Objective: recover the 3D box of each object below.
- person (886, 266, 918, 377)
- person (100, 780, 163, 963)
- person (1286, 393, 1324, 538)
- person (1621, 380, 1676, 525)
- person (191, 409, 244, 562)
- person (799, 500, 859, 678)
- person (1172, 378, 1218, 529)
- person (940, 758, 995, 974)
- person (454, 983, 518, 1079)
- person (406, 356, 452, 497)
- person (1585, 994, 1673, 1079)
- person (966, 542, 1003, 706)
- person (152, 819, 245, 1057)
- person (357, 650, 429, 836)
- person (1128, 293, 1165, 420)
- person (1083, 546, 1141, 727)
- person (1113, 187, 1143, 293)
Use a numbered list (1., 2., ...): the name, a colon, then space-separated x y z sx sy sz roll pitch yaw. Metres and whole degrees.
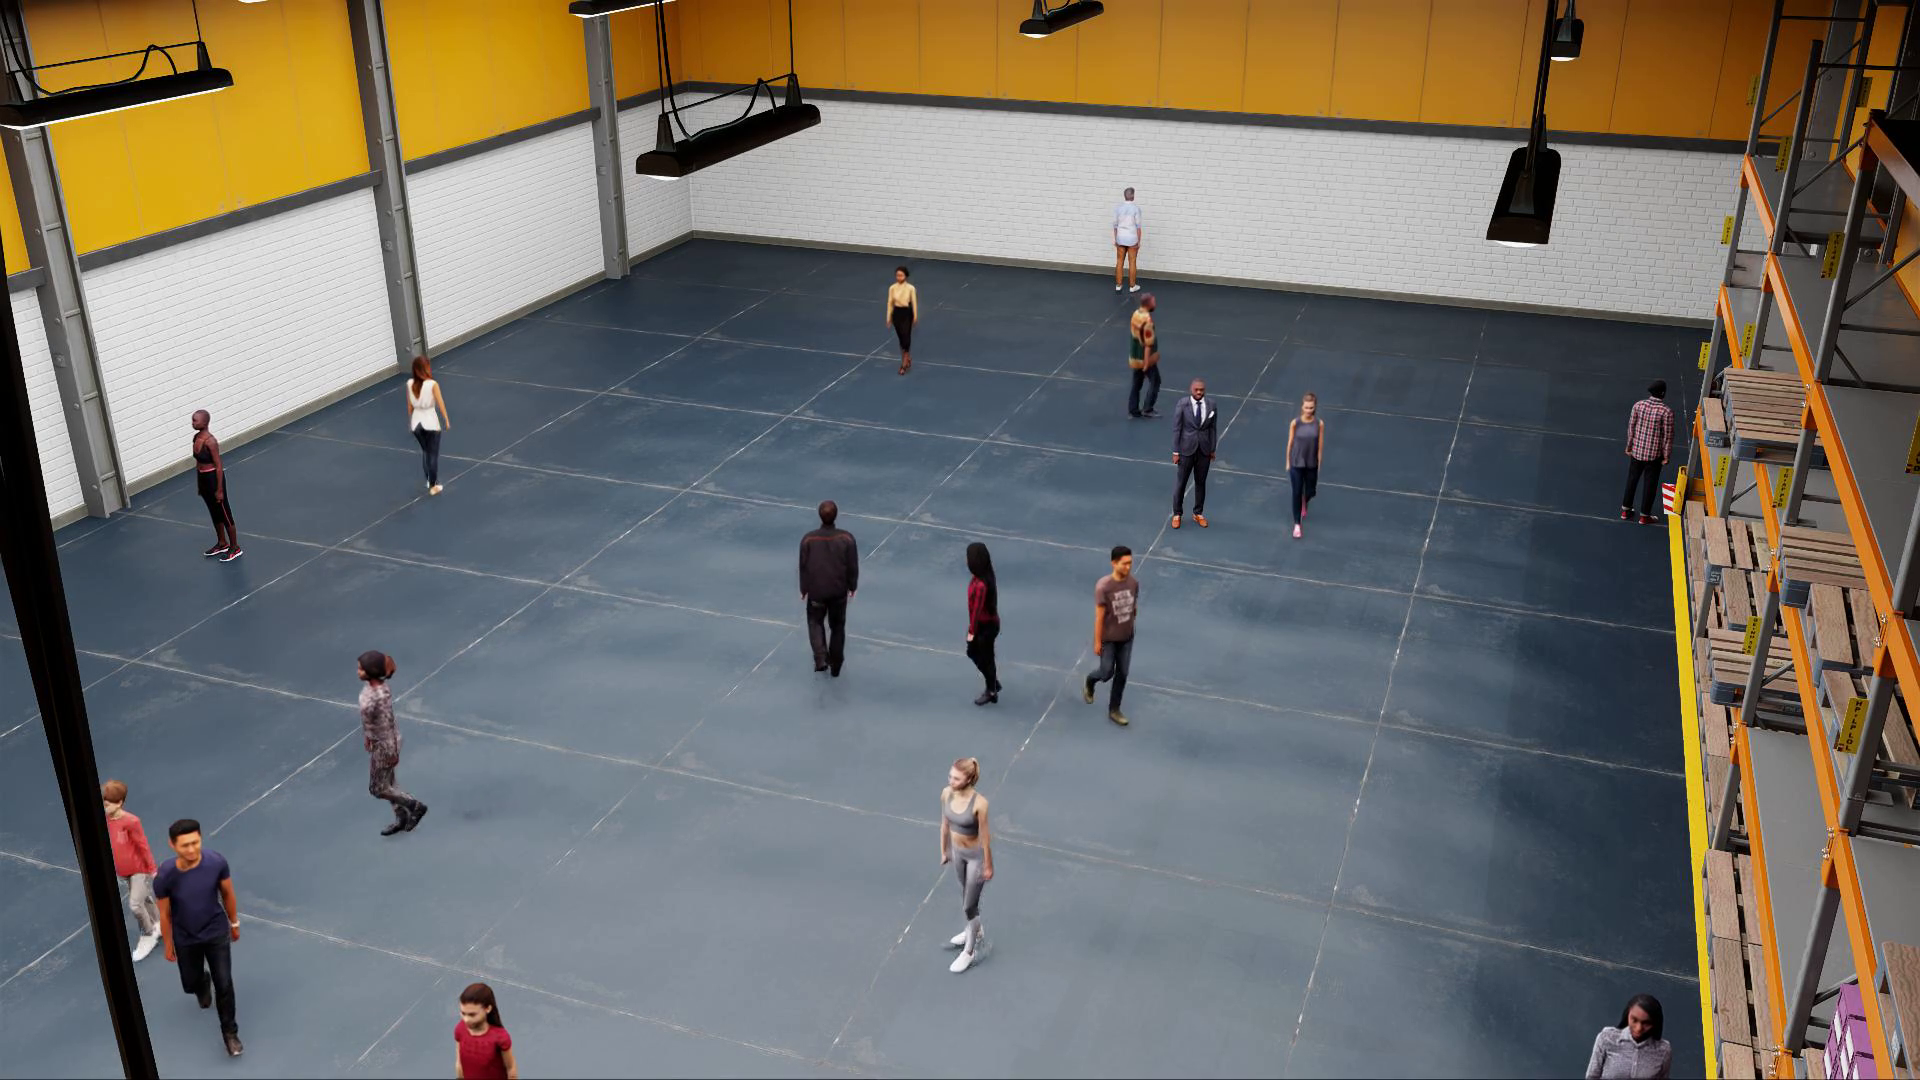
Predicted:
1. person: -0.838 -3.337 25.140 0.657 1.625 0.924 5 24 12
2. person: -6.091 2.376 12.346 0.542 1.403 0.622 9 25 19
3. person: 4.015 -0.901 19.460 0.674 1.710 0.901 3 24 7
4. person: 8.177 -1.065 19.770 0.756 1.761 0.782 -20 31 -38
5. person: -8.437 -0.639 18.801 0.641 1.758 0.605 15 28 31
6. person: -1.276 0.520 16.061 0.874 1.829 0.894 -3 24 -7
7. person: 2.768 -1.048 19.656 0.785 1.824 0.765 -3 24 -7
8. person: 0.095 2.301 12.161 0.734 1.690 0.859 21 31 40
9. person: -2.833 3.307 10.031 0.576 1.552 0.636 5 24 11
10. person: -6.598 -1.373 20.454 0.675 1.779 0.644 4 24 9
11. person: 3.846 3.363 9.689 0.596 1.724 0.521 9 25 21
12. person: 0.319 0.802 15.652 0.770 1.640 0.675 -4 24 -8
13. person: -5.165 2.635 11.289 1.023 1.775 1.058 -13 27 -27
14. person: -4.623 1.659 13.611 0.808 1.704 0.745 -13 27 -27
15. person: 2.470 -2.537 23.098 0.924 1.793 0.861 -9 25 -19
16. person: 1.379 0.846 15.388 0.912 1.770 0.965 -12 26 -26
17. person: 2.967 -5.325 29.435 0.699 1.827 0.591 11 26 23
